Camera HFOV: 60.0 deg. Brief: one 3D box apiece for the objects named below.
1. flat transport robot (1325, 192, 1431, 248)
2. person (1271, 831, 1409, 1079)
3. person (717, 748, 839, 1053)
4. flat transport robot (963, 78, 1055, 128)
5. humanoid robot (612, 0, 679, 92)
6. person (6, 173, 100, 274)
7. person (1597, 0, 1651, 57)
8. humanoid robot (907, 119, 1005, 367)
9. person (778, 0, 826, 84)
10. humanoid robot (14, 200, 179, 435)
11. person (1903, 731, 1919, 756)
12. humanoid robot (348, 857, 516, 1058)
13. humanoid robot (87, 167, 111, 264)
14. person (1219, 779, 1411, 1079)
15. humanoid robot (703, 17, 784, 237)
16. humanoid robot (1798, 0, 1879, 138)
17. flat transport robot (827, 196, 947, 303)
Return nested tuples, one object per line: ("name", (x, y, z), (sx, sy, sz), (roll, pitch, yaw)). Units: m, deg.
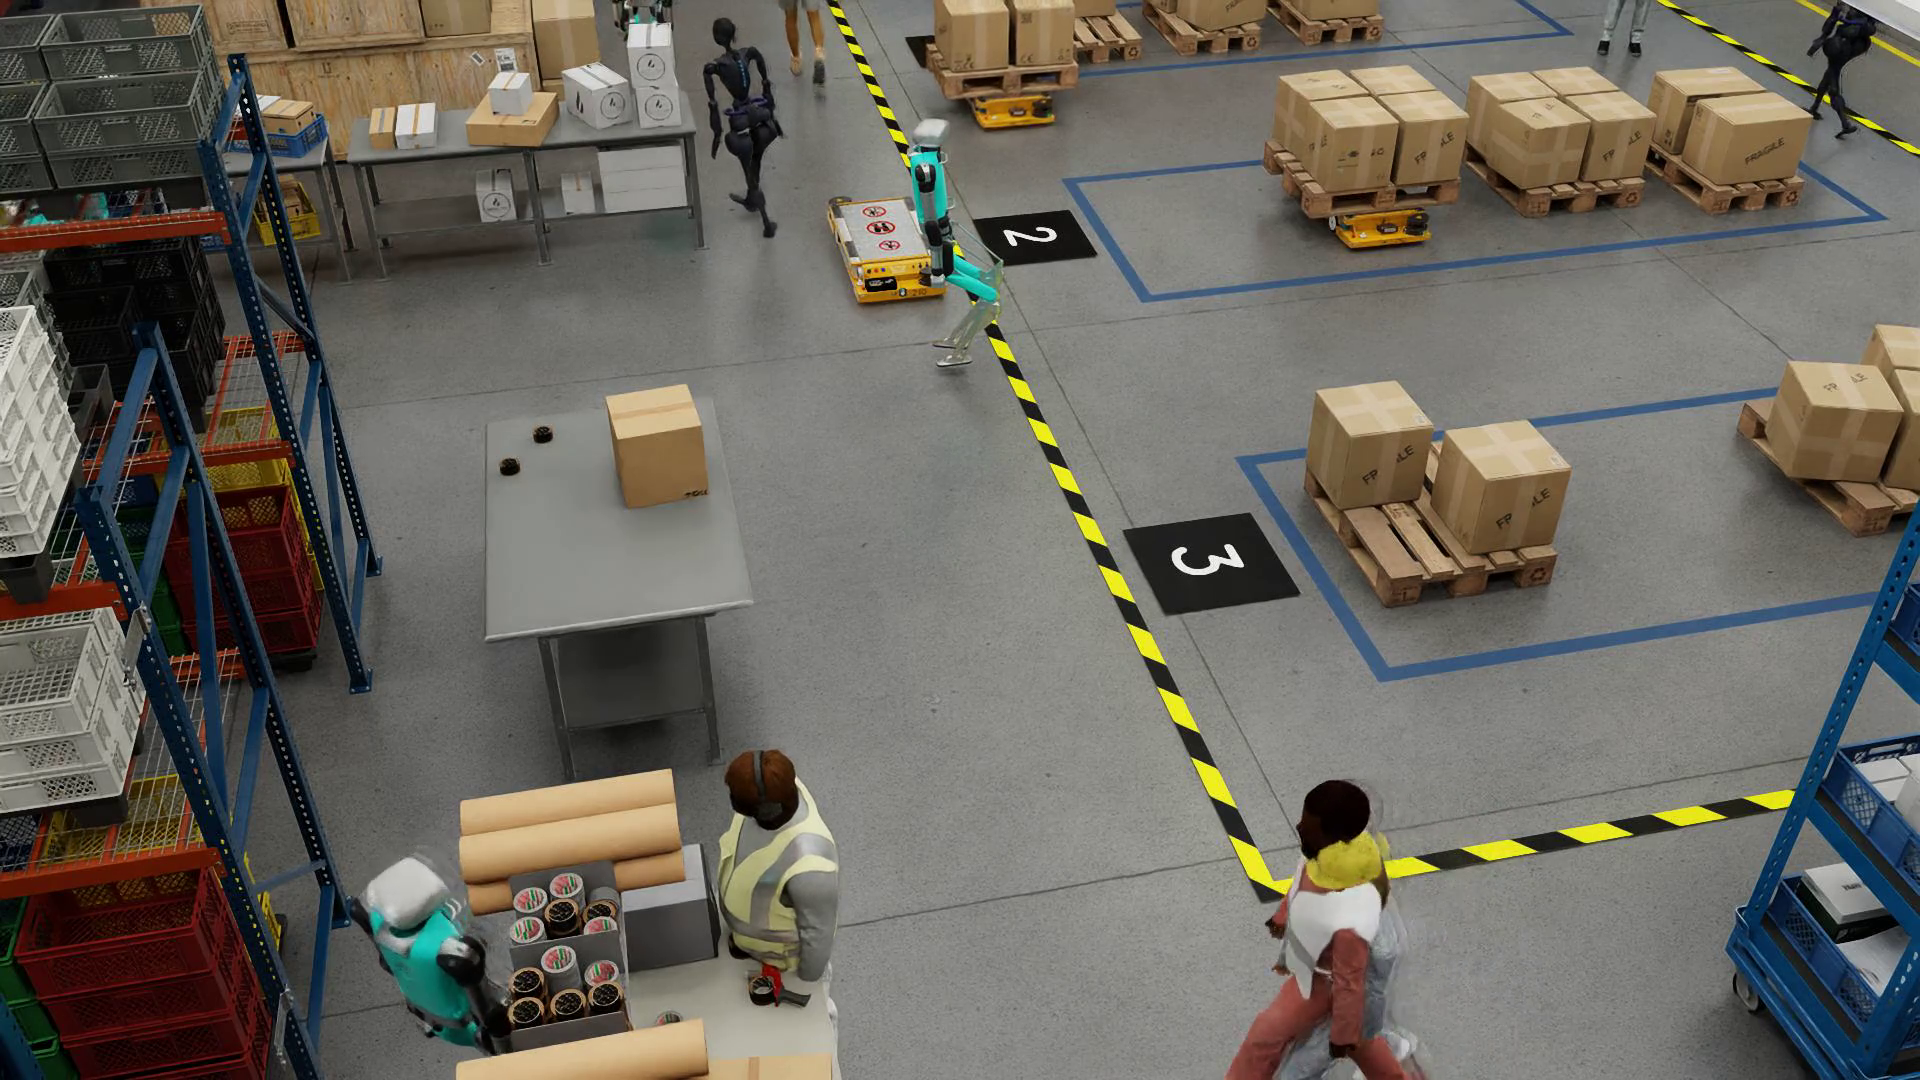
("flat transport robot", (3.134, -2.740, 13.213), (0.652, 0.197, 1.431), (-8, 37, -10))
("person", (1.430, 1.638, 6.151), (0.830, 1.711, 0.494), (-14, 39, -18))
("person", (-0.674, 1.472, 6.262), (0.430, 1.839, 0.618), (-16, 39, -20))
("flat transport robot", (0.360, -4.106, 15.049), (0.652, 0.197, 1.431), (-8, 37, -10))
("humanoid robot", (-2.686, -4.530, 14.490), (0.550, 1.871, 0.831), (3, 37, 4))
("person", (-5.627, -1.676, 10.515), (0.892, 1.816, 0.508), (23, 42, 28))
("person", (6.402, -5.452, 15.571), (0.594, 1.831, 0.403), (8, 37, 10))
("humanoid robot", (0.034, -1.911, 10.782), (0.735, 1.673, 0.533), (-1, 37, -1))
("person", (-1.441, -5.089, 14.938), (0.612, 2.020, 0.776), (-8, 37, -10))
("humanoid robot", (-5.133, -1.418, 10.265), (0.830, 1.806, 0.545), (-18, 40, -23))
("person", (4.444, 0.740, 7.238), (0.405, 1.846, 0.587), (-5, 37, -7))
("humanoid robot", (-1.654, 1.632, 6.174), (0.560, 1.757, 1.003), (19, 41, 23))
("humanoid robot", (-5.767, -1.780, 10.796), (0.732, 1.892, 0.554), (-21, 41, -25))
("person", (1.341, 1.565, 6.105), (1.001, 1.872, 0.600), (5, 37, 7))
("humanoid robot", (-1.624, -3.157, 12.648), (0.604, 1.621, 0.673), (-25, 43, -29))
("humanoid robot", (7.619, -4.288, 14.181), (0.598, 1.655, 0.738), (-13, 39, -17))
("flat transport robot", (-0.570, -2.220, 12.538), (0.659, 0.231, 1.431), (-8, 37, -10))
